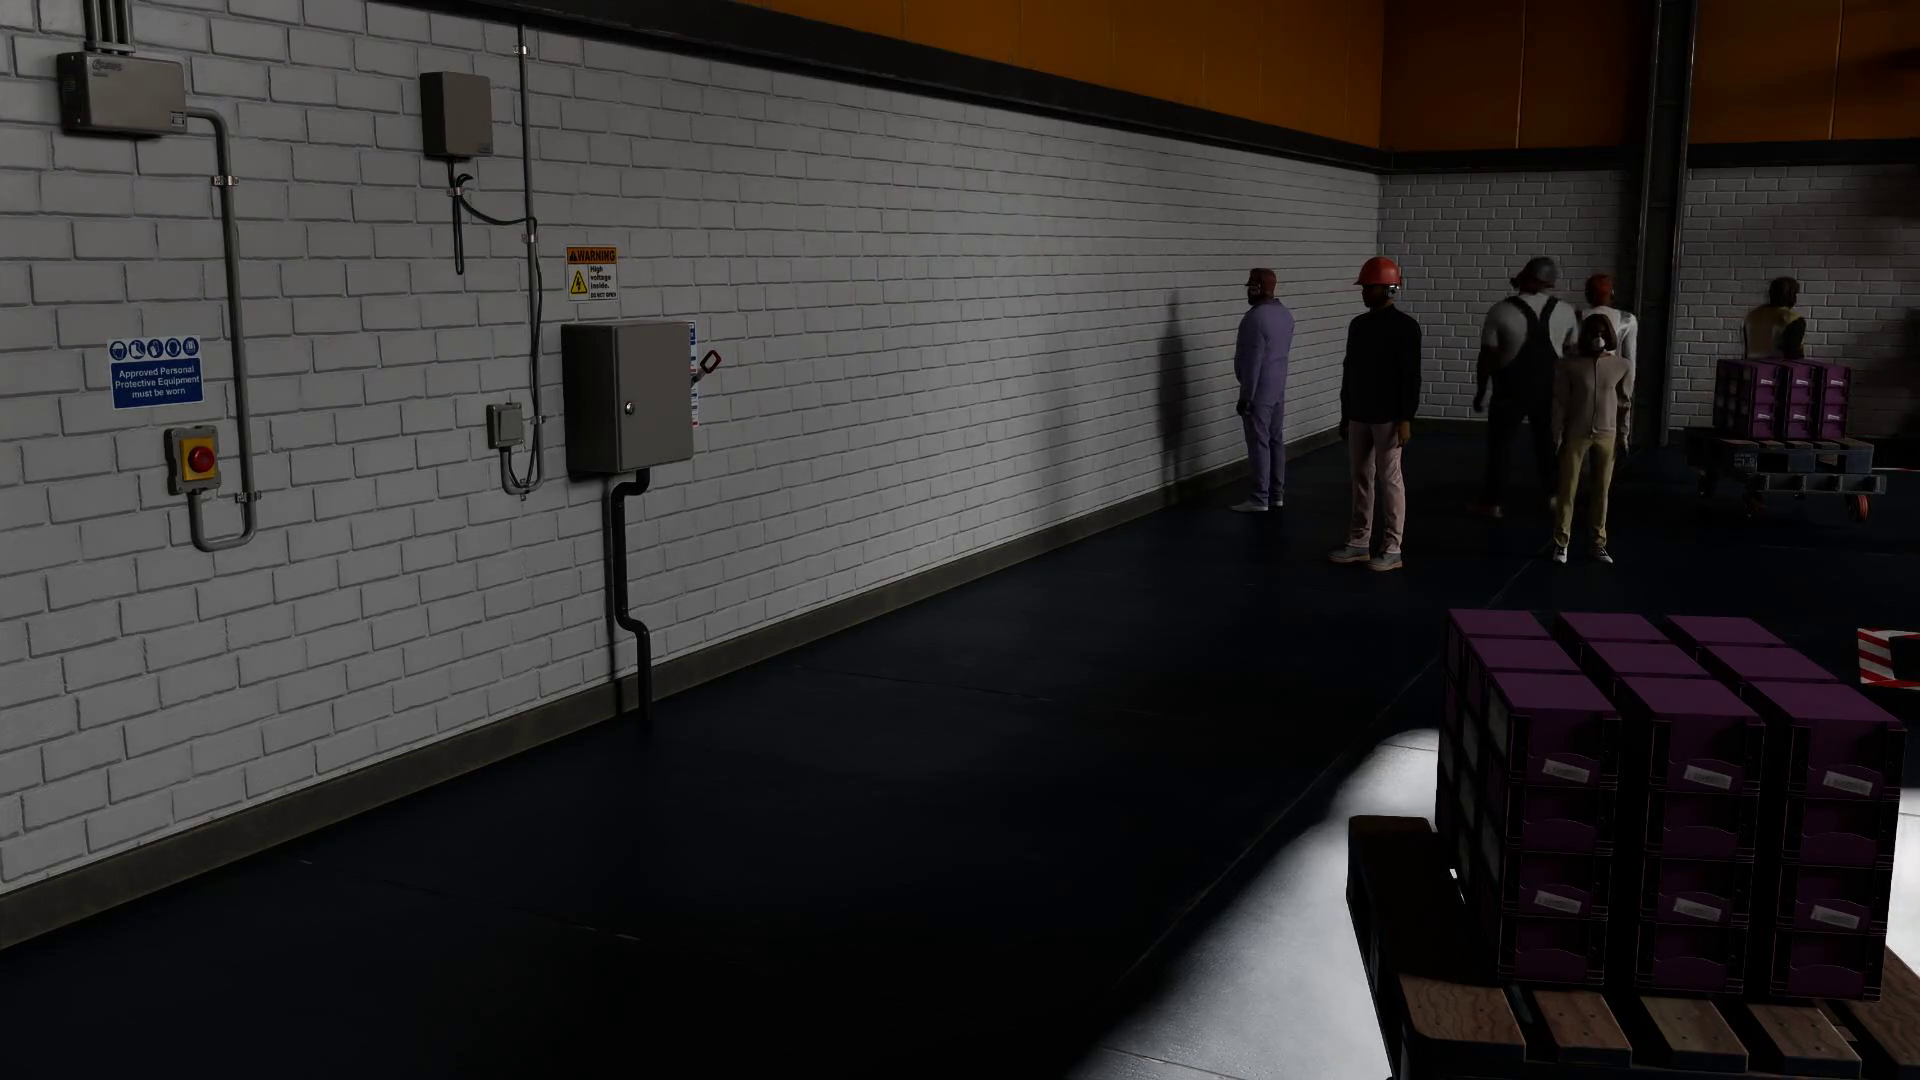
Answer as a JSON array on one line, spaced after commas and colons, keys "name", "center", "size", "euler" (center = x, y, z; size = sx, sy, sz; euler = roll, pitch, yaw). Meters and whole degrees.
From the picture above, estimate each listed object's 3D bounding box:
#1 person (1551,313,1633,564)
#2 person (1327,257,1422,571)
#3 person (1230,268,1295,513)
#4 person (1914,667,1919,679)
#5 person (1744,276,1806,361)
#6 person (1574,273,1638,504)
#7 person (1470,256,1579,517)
[{"name": "person", "center": [4.110, -0.656, 10.852], "size": [0.502, 1.633, 0.280], "euler": [1, 10, 6]}, {"name": "person", "center": [2.665, -0.807, 10.677], "size": [0.381, 1.994, 0.622], "euler": [-6, 11, -31]}, {"name": "person", "center": [2.339, -1.165, 13.008], "size": [0.401, 1.906, 0.649], "euler": [7, 12, 36]}, {"name": "person", "center": [4.491, -0.106, 7.144], "size": [0.674, 1.812, 0.616], "euler": [0, 10, 2]}, {"name": "person", "center": [7.035, -1.376, 14.471], "size": [0.683, 1.820, 0.638], "euler": [-3, 10, -18]}, {"name": "person", "center": [5.153, -1.226, 13.502], "size": [0.571, 1.862, 0.553], "euler": [3, 10, 15]}, {"name": "person", "center": [4.333, -1.186, 12.741], "size": [0.757, 2.000, 0.535], "euler": [0, 10, -2]}]
